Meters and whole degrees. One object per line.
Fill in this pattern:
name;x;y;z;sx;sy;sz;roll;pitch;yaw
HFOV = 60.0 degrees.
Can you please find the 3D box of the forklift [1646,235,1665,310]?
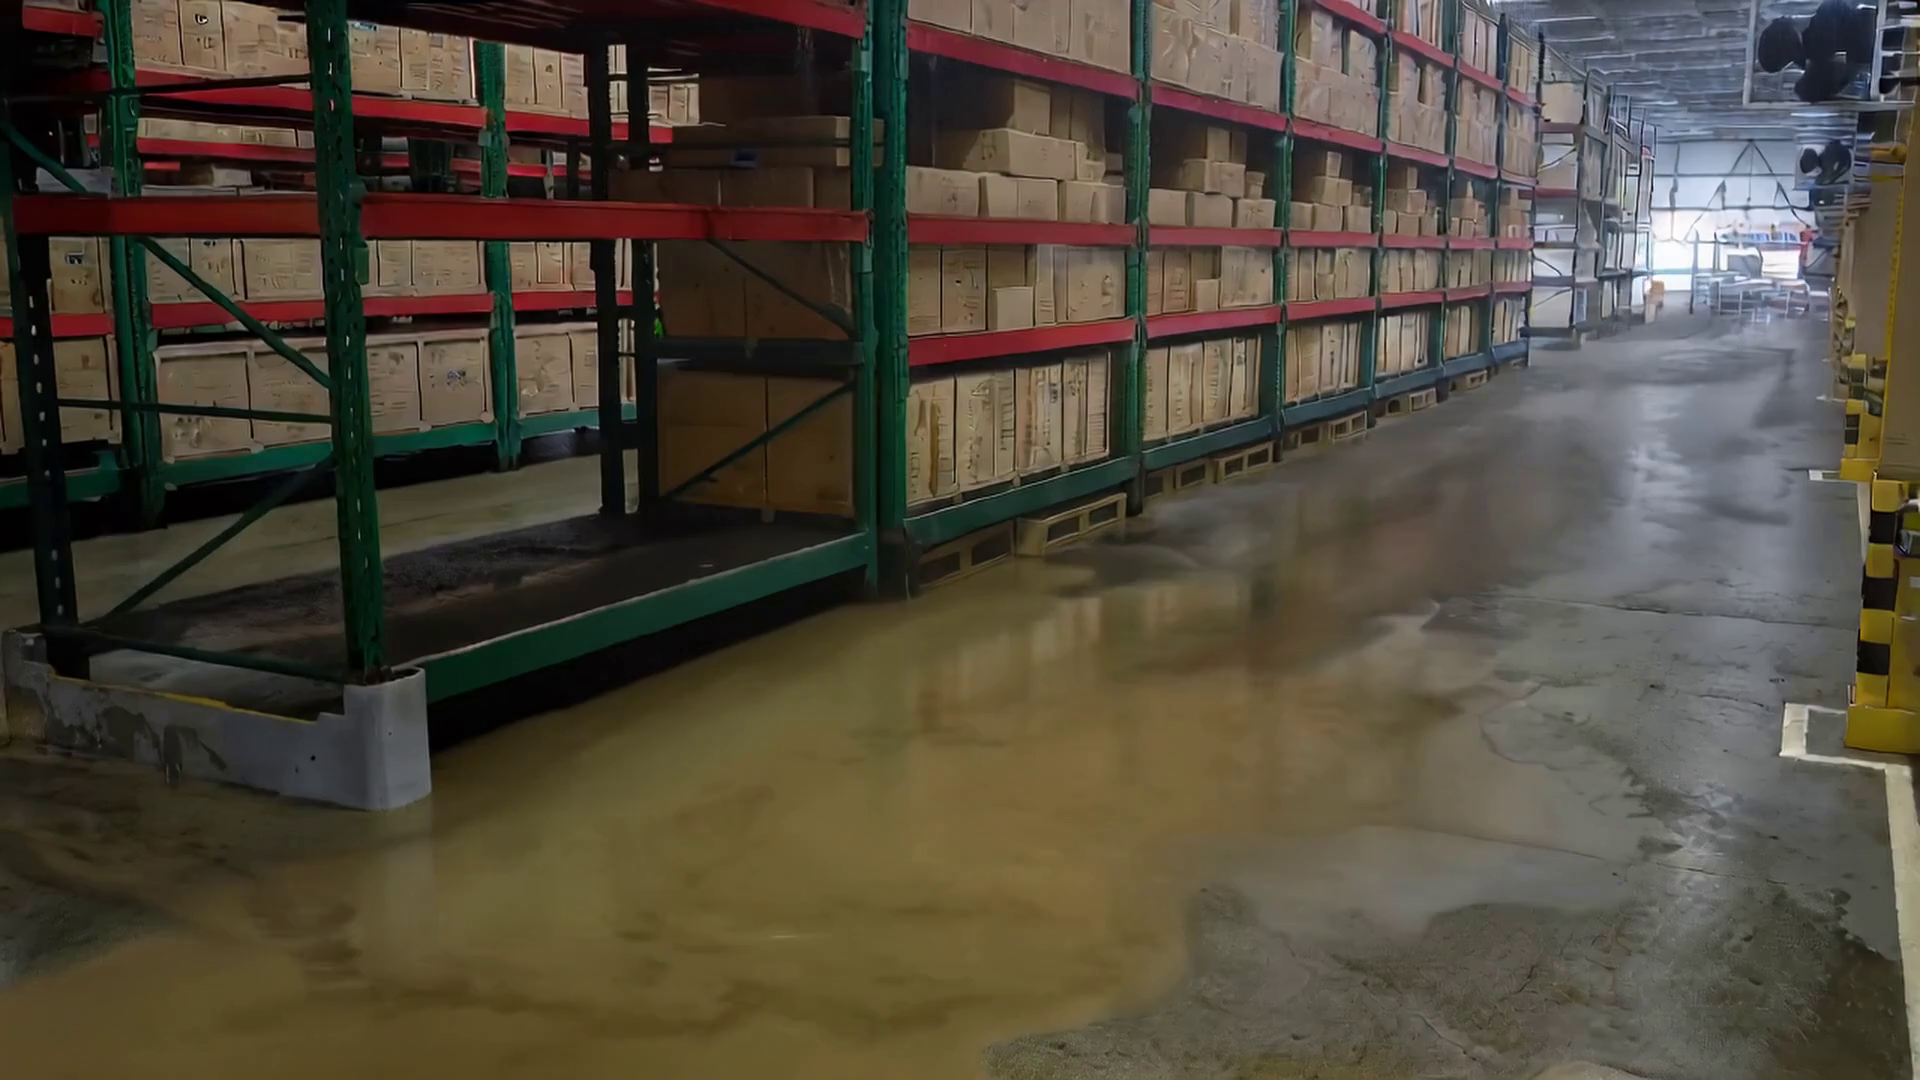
forklift;25.598;-10.044;62.493;1.873;2.768;1.129;-7;12;-37
